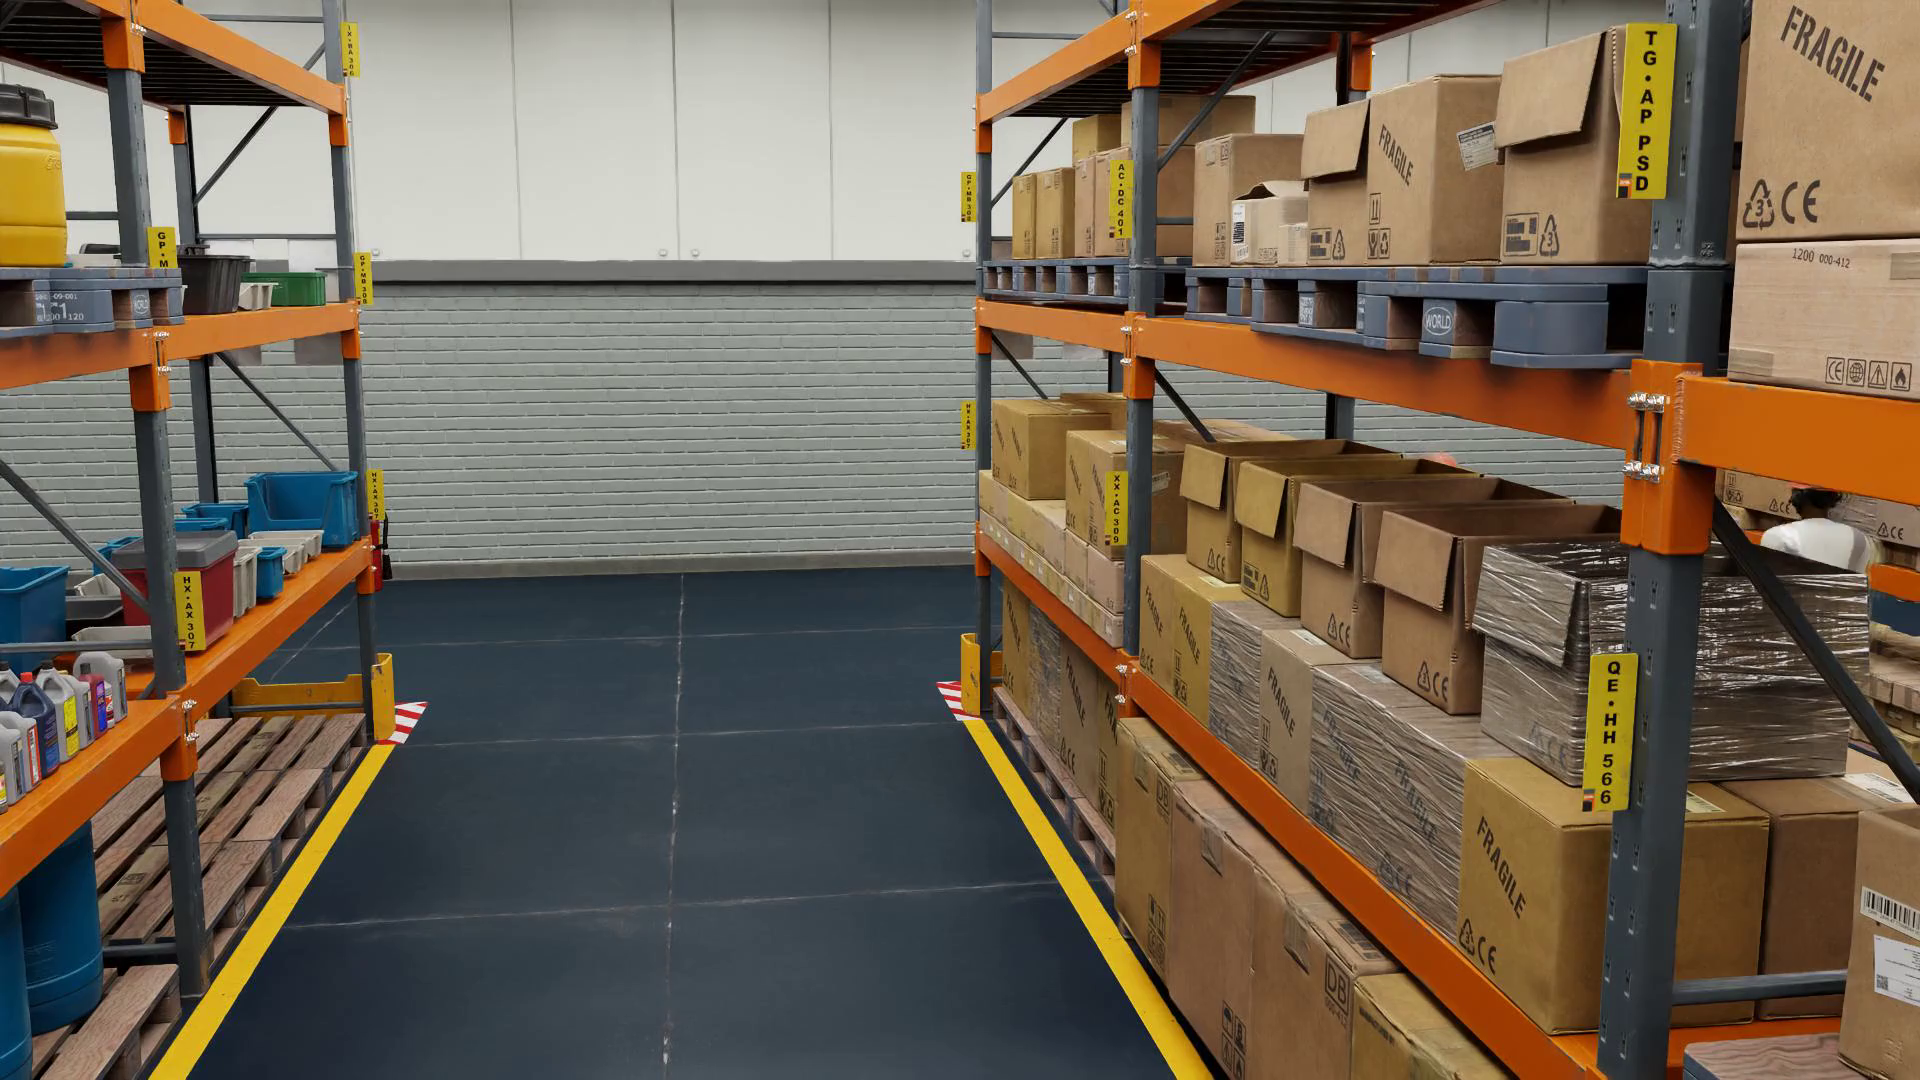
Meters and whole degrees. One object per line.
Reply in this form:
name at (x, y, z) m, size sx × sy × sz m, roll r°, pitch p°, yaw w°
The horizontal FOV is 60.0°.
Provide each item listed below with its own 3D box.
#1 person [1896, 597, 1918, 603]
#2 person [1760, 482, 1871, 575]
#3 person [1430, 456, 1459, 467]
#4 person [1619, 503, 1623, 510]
person at (8.830, -0.356, 15.206) m, size 0.323 × 1.875 × 0.530 m, roll 7°, pitch 11°, yaw 35°
person at (4.605, 0.547, 9.167) m, size 0.650 × 2.016 × 0.764 m, roll 0°, pitch 9°, yaw -2°
person at (2.849, 0.451, 10.055) m, size 0.615 × 1.944 × 0.706 m, roll -2°, pitch 9°, yaw -10°
person at (4.536, 0.298, 11.120) m, size 0.547 × 1.883 × 0.964 m, roll -2°, pitch 9°, yaw -11°
